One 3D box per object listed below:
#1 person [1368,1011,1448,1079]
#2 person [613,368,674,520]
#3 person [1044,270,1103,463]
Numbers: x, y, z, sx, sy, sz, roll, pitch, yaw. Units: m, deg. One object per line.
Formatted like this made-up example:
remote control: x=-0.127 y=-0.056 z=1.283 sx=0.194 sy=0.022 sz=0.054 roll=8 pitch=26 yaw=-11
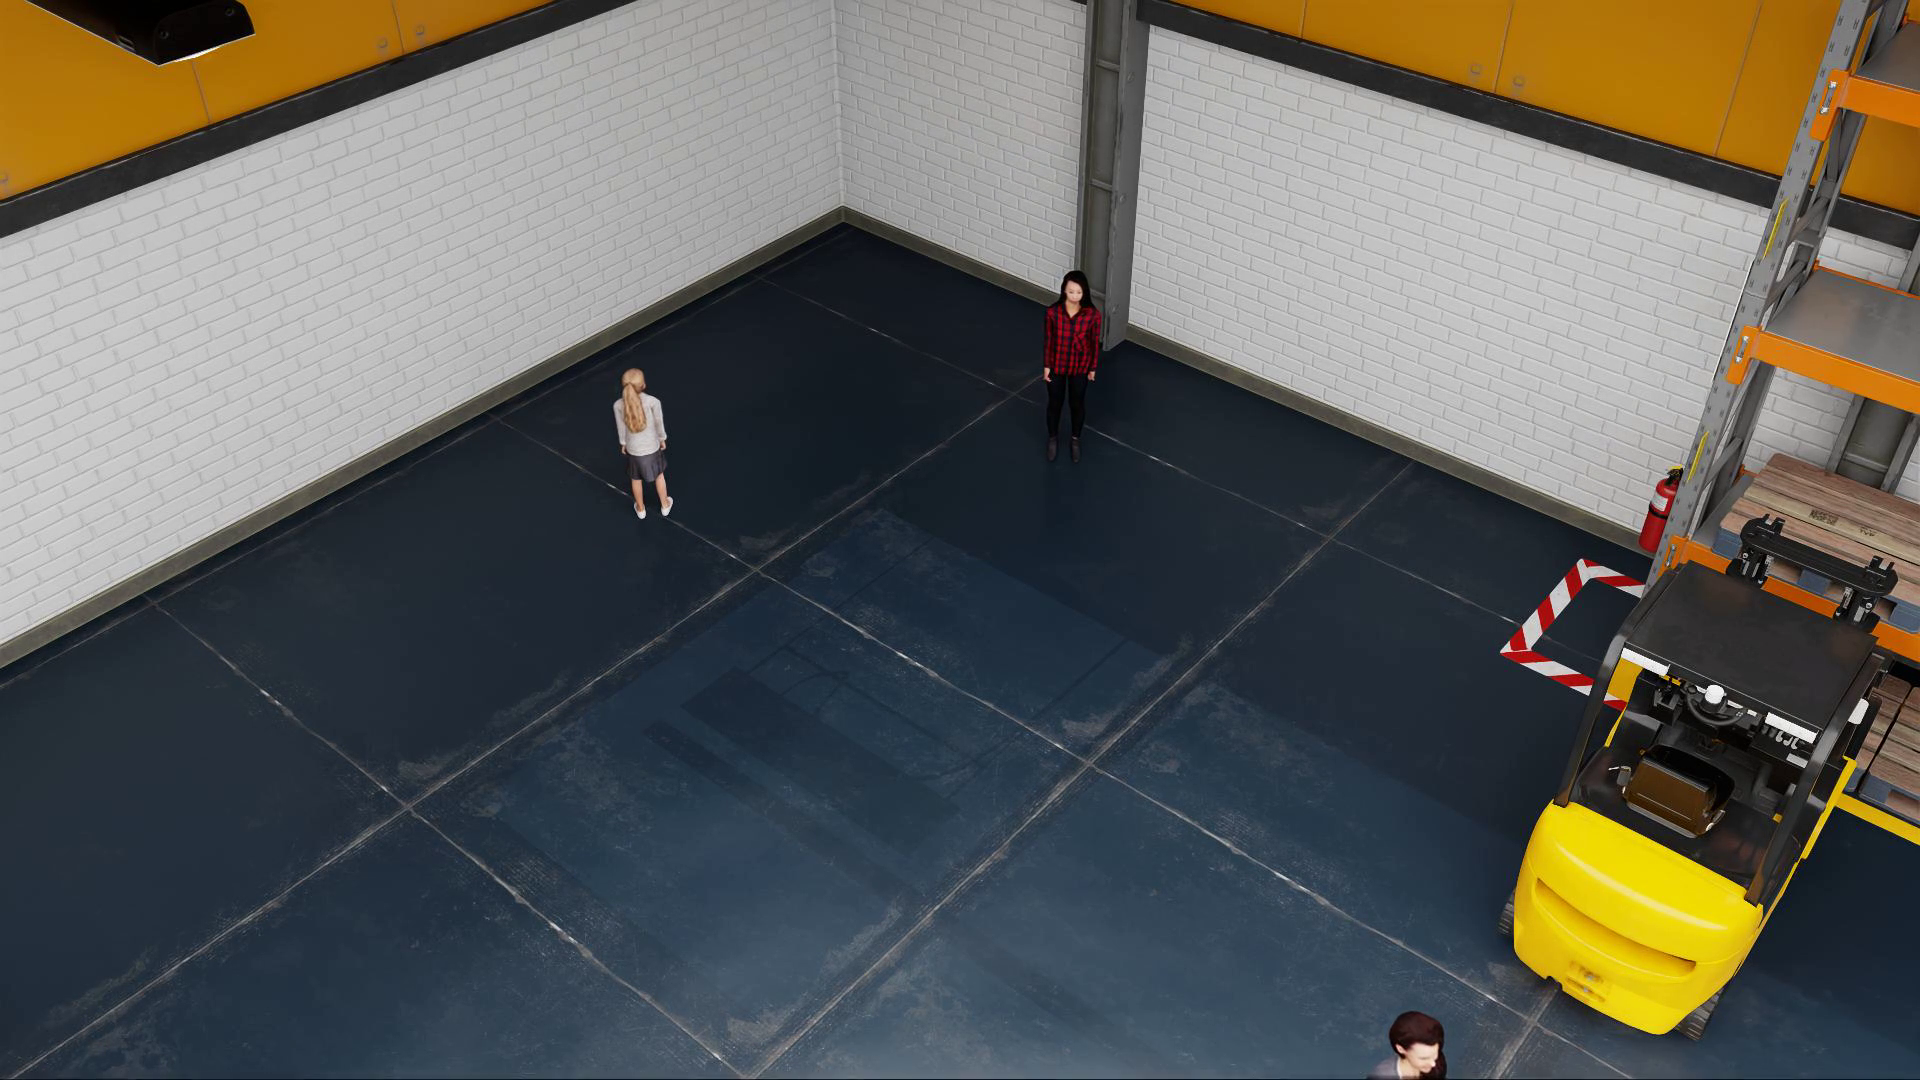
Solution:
person: x=1.916 y=2.714 z=7.509 sx=0.654 sy=1.767 sz=0.597 roll=-25 pitch=45 yaw=-28
person: x=-2.327 y=-0.715 z=12.195 sx=0.601 sy=1.276 sz=0.656 roll=-6 pitch=39 yaw=-7
person: x=0.826 y=-1.338 z=12.674 sx=0.626 sy=1.652 sz=0.718 roll=3 pitch=39 yaw=4
